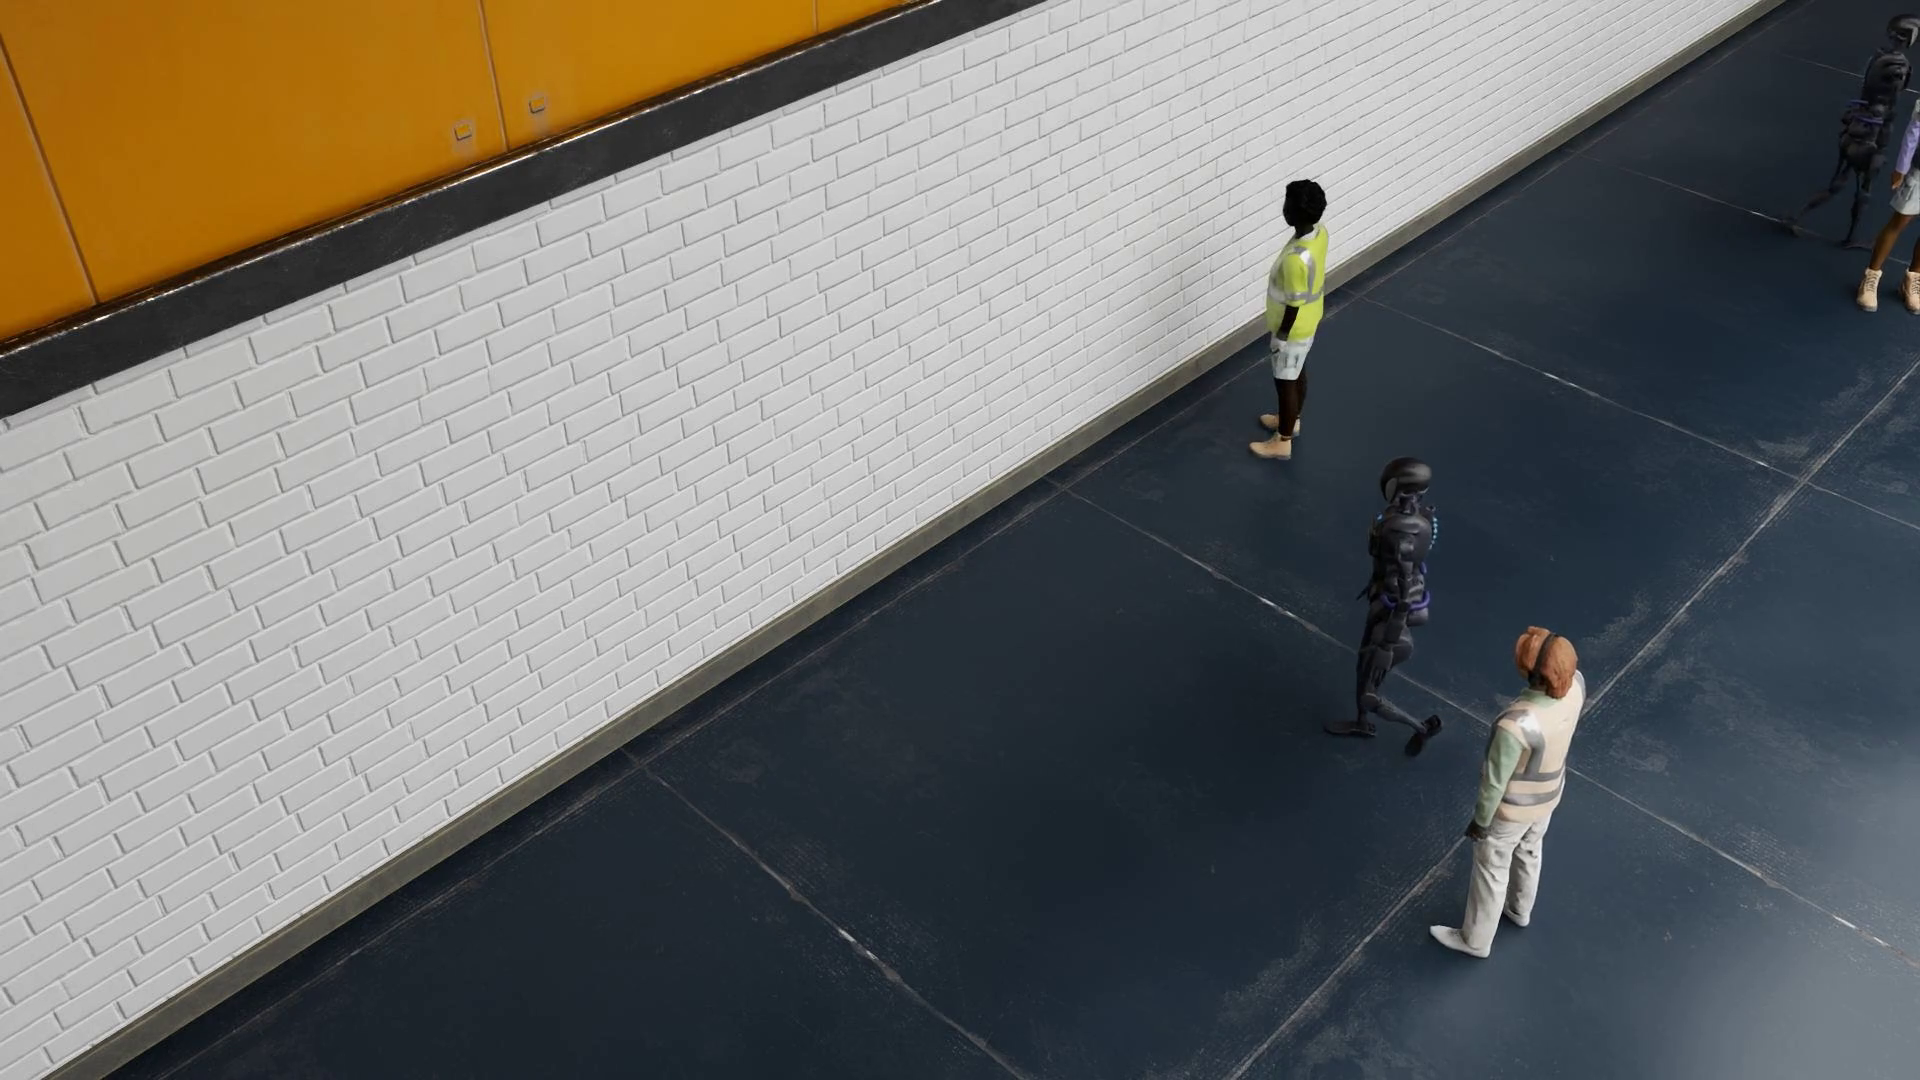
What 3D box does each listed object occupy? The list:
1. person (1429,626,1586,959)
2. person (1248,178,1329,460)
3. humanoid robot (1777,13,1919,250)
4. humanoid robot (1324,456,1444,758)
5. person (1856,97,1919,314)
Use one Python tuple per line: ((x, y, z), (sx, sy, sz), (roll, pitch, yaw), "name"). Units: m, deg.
((2.192, 1.009, 6.573), (0.526, 1.628, 0.319), (-28, 46, -30), "person")
((1.855, -1.227, 9.308), (0.317, 1.695, 0.539), (15, 41, 18), "person")
((6.105, -2.747, 11.257), (0.640, 1.667, 0.591), (6, 39, 7), "humanoid robot")
((1.993, 0.306, 7.409), (0.506, 1.639, 0.613), (4, 39, 5), "humanoid robot")
((6.209, -2.354, 10.445), (0.609, 2.042, 0.393), (6, 39, 7), "person")
